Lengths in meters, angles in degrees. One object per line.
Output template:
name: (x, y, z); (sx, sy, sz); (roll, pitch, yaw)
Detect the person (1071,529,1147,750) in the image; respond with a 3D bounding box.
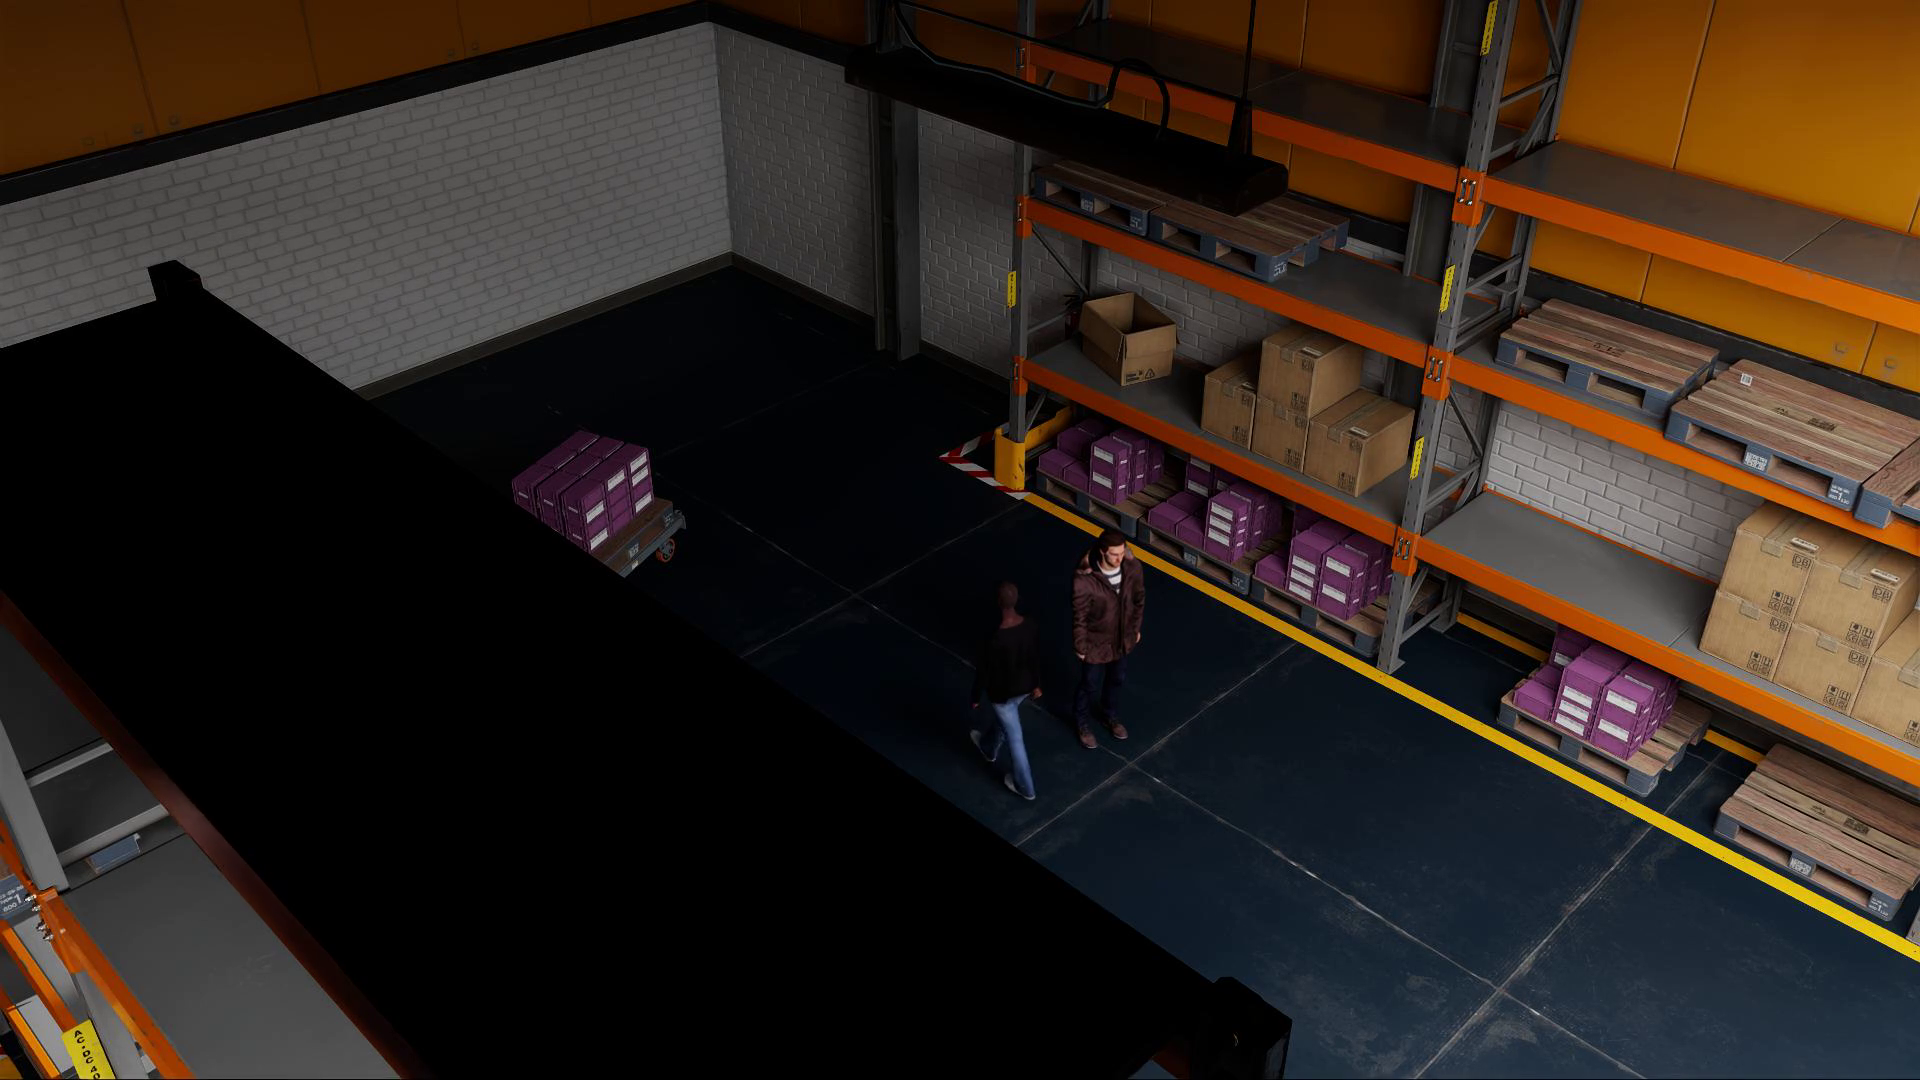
person: (1.042, 0.673, 11.920); (0.815, 1.845, 0.761); (-18, 37, -24)

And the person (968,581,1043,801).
person: (0.402, 1.081, 11.416); (0.671, 1.722, 0.995); (-25, 41, -32)
